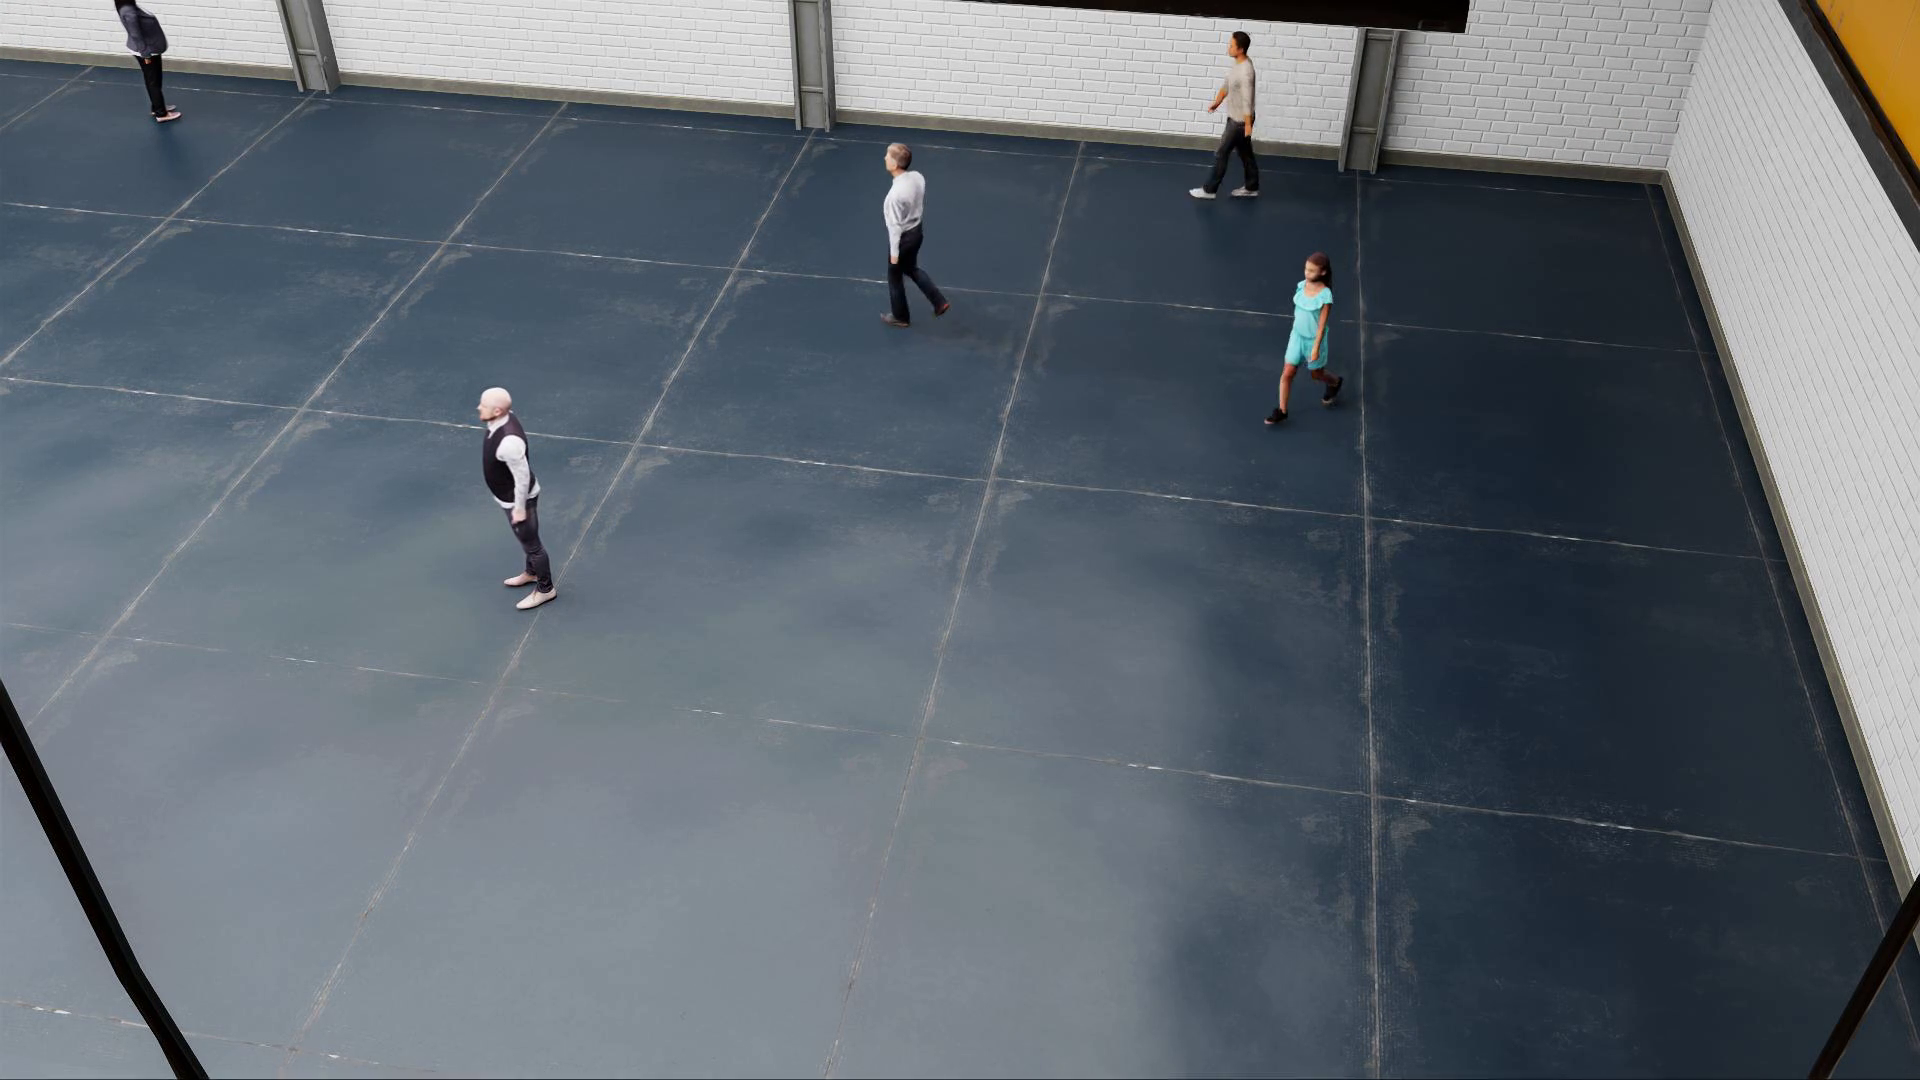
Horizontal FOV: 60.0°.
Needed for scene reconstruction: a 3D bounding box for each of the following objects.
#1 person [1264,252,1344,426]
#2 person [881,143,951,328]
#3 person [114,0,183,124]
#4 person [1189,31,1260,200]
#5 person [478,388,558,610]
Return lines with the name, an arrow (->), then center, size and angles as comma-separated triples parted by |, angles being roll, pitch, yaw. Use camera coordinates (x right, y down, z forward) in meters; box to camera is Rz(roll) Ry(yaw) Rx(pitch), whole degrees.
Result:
person -> 2.951, -1.676, 13.771 | 1.041, 1.526, 1.020 | -26, 45, -29
person -> -0.413, -2.665, 14.787 | 0.997, 1.804, 0.818 | 18, 42, 21
person -> -9.044, -5.442, 18.431 | 0.846, 1.595, 0.788 | -23, 44, -26
person -> 2.931, -4.267, 16.819 | 0.984, 1.771, 0.719 | 3, 39, 4
person -> -3.158, -0.316, 11.830 | 0.805, 1.823, 0.785 | -16, 41, -19
